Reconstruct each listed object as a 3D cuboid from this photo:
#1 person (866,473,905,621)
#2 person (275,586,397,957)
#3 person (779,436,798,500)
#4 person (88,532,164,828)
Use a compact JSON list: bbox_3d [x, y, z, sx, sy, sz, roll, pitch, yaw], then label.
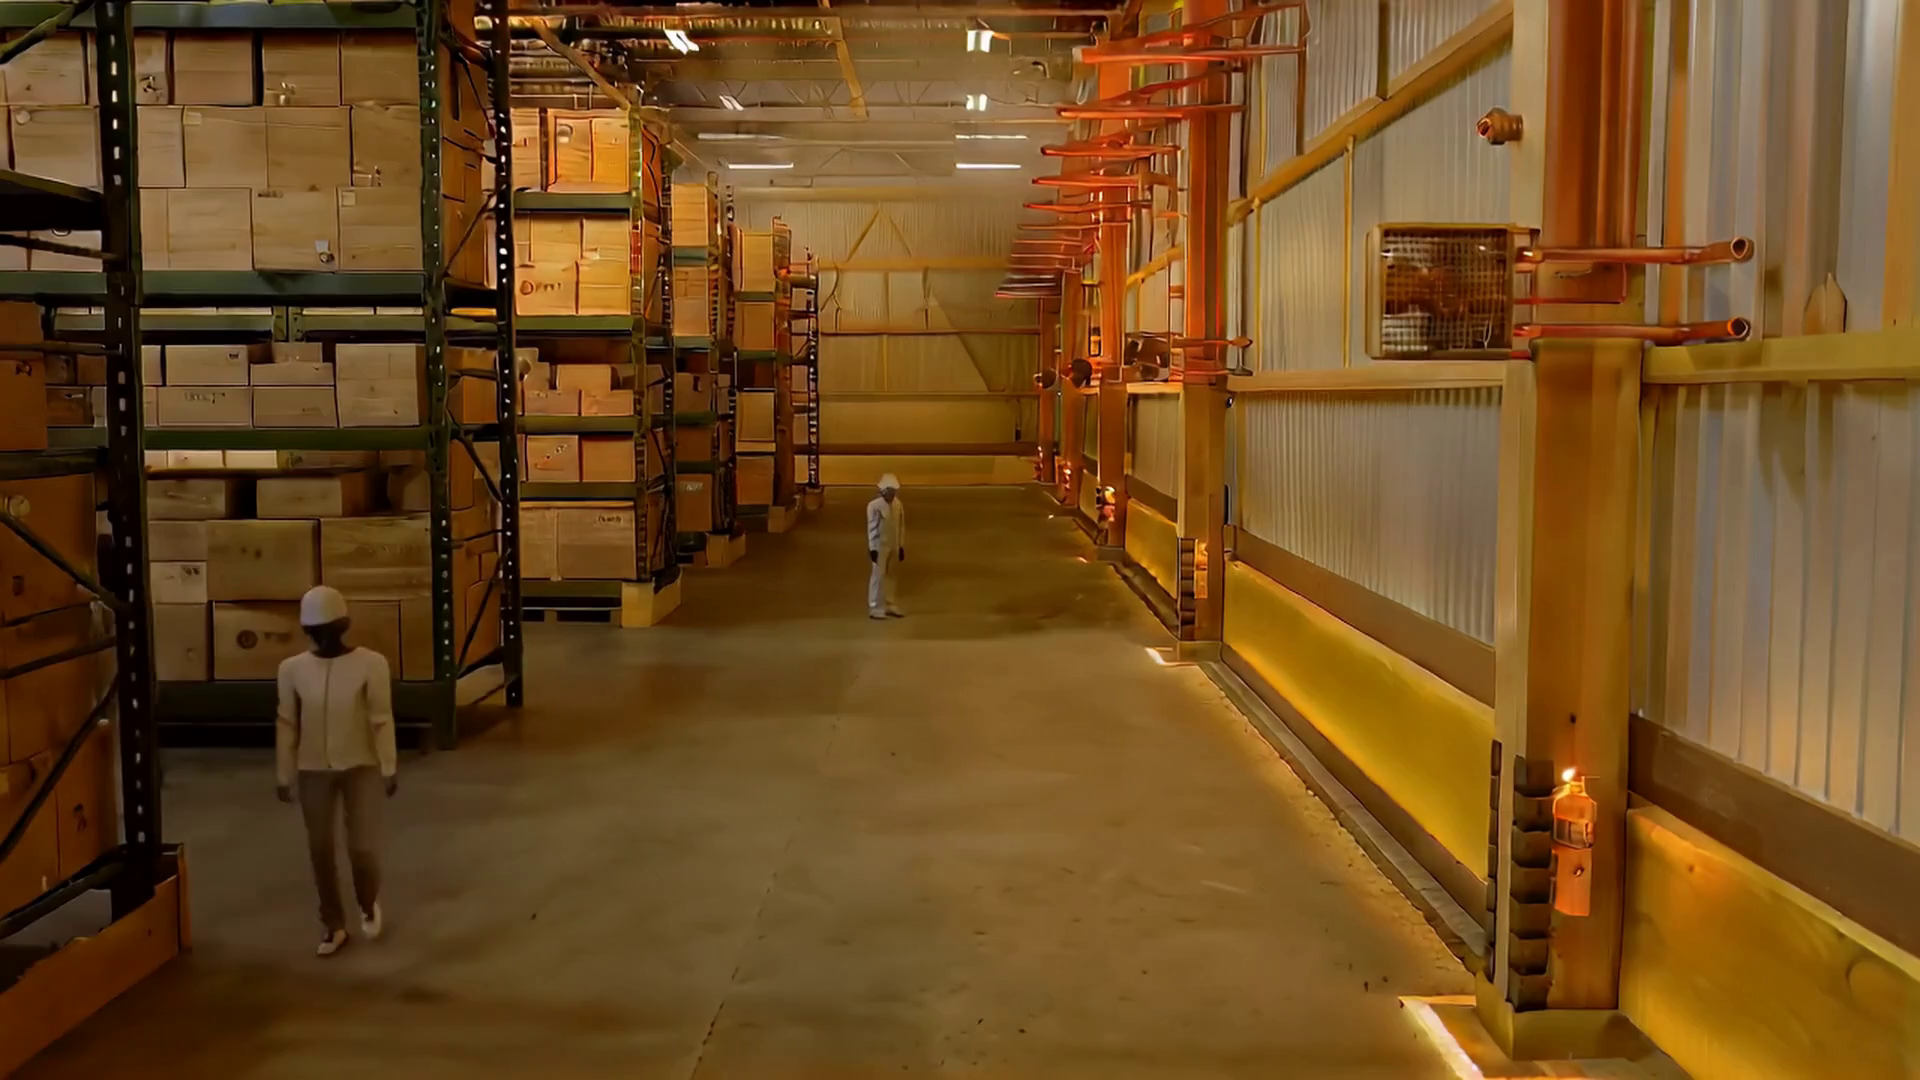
[{"bbox_3d":[-0.848,0.076,19.587,0.351,1.742,0.567,5,7,44],"label":"person"},{"bbox_3d":[-2.938,1.083,7.808,0.545,1.747,0.372,0,5,-6],"label":"person"},{"bbox_3d":[-3.929,-1.518,37.254,0.406,1.902,0.637,4,6,39],"label":"person"},{"bbox_3d":[-5.184,0.858,10.008,0.644,1.825,0.629,1,5,10],"label":"person"}]
